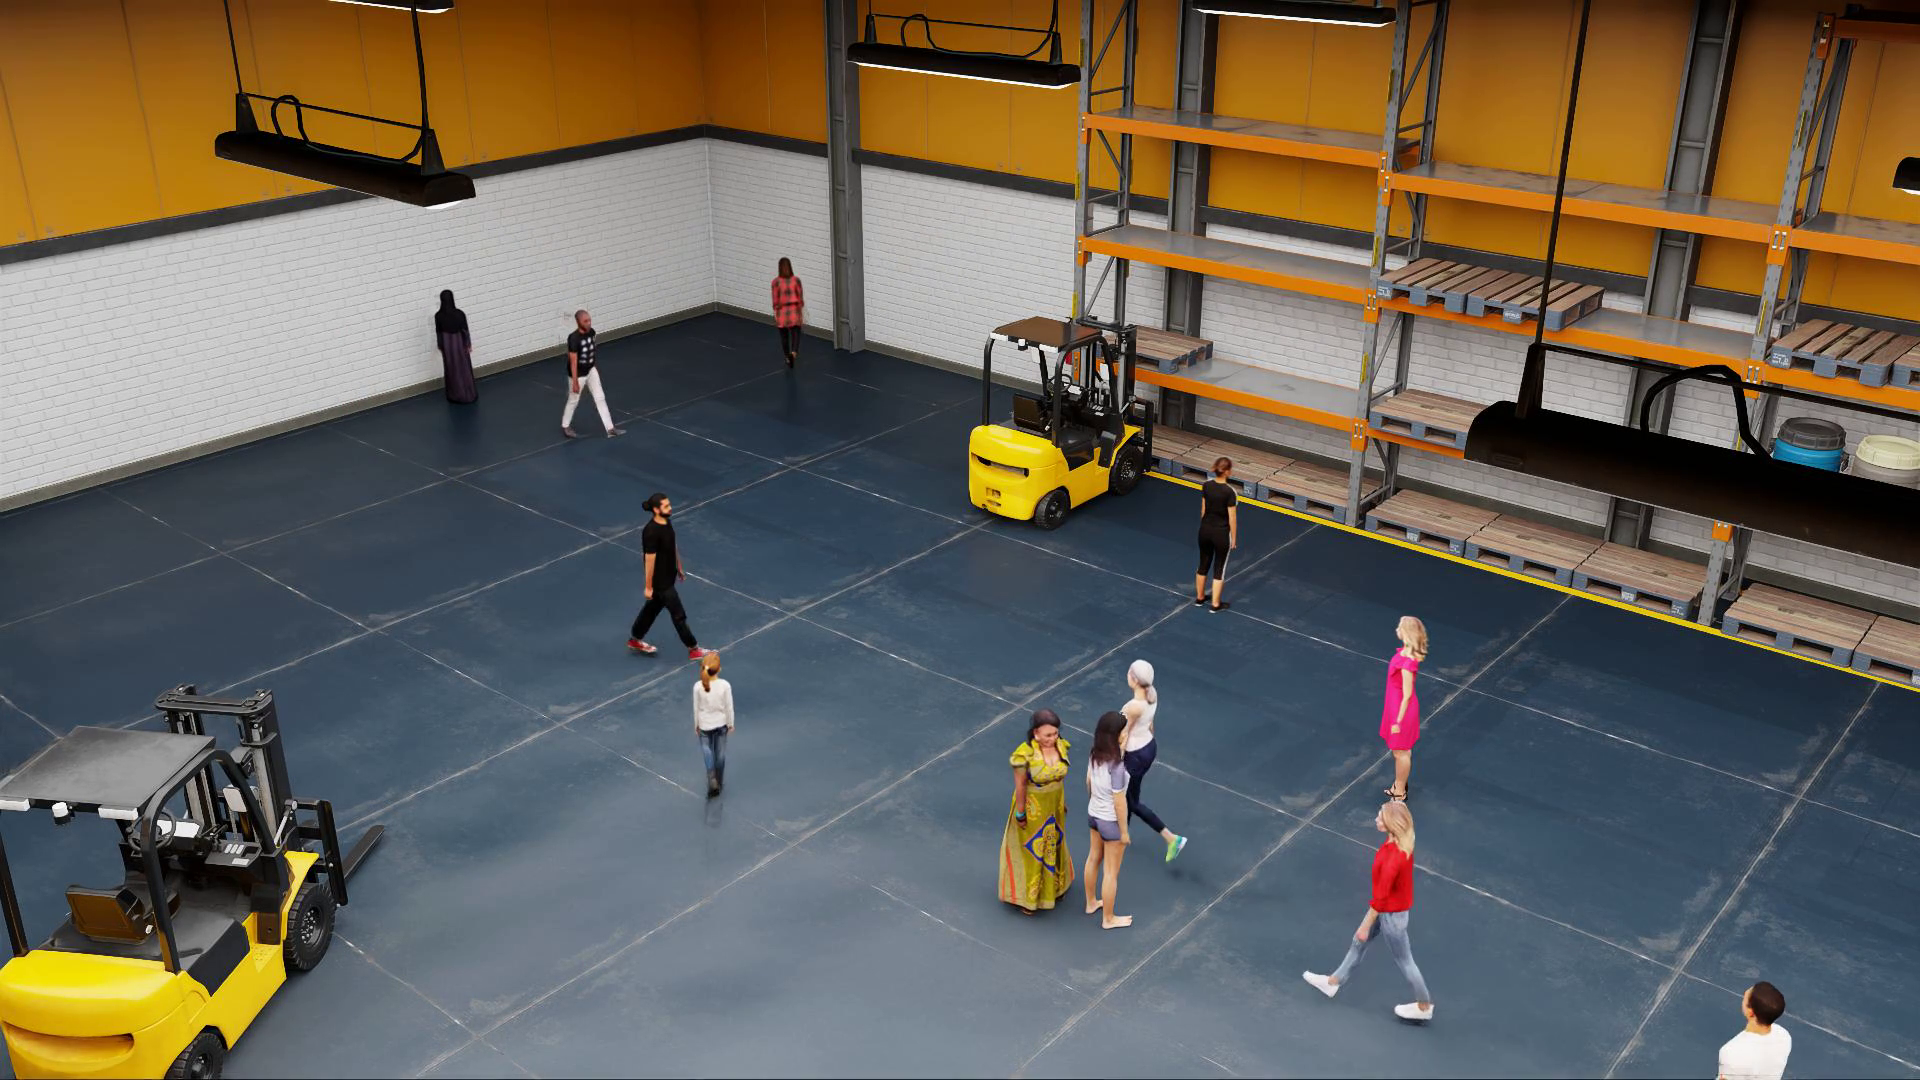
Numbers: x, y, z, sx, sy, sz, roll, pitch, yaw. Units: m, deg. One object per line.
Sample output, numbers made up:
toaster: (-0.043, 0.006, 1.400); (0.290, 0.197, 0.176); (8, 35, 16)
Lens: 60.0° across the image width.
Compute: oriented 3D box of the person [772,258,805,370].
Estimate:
person: (-2.506, -3.289, 24.409); (0.998, 1.684, 1.052); (-2, 24, -5)

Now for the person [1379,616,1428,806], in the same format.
person: (3.633, 1.403, 13.620); (0.652, 1.728, 0.648); (8, 25, 17)

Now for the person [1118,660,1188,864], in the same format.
person: (1.441, 1.747, 12.892); (1.067, 1.682, 0.712); (14, 27, 29)

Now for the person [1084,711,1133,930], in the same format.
person: (1.079, 2.034, 12.169); (0.712, 1.734, 0.573); (-12, 26, -25)

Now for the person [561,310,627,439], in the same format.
person: (-4.981, -2.142, 21.726); (1.226, 1.732, 0.771); (14, 27, 29)

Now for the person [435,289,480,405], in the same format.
person: (-7.049, -2.699, 23.148); (0.724, 1.614, 0.795); (0, 24, 0)

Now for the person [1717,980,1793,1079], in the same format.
person: (4.413, 3.277, 9.262); (0.921, 1.786, 1.141); (-11, 26, -24)

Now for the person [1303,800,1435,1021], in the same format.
person: (2.957, 2.535, 11.129); (1.204, 1.651, 0.889); (9, 25, 19)

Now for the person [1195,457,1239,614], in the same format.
person: (2.621, -0.066, 17.057); (0.655, 1.668, 0.471); (-22, 32, -40)

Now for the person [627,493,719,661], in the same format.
person: (-2.949, 0.377, 15.988); (1.247, 1.711, 1.073); (2, 24, 5)

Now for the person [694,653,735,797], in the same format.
person: (-2.050, 1.565, 13.774); (0.659, 1.308, 0.720); (-2, 24, -5)

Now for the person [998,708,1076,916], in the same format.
person: (0.592, 1.983, 12.379); (0.910, 1.660, 0.846); (-18, 29, -35)
